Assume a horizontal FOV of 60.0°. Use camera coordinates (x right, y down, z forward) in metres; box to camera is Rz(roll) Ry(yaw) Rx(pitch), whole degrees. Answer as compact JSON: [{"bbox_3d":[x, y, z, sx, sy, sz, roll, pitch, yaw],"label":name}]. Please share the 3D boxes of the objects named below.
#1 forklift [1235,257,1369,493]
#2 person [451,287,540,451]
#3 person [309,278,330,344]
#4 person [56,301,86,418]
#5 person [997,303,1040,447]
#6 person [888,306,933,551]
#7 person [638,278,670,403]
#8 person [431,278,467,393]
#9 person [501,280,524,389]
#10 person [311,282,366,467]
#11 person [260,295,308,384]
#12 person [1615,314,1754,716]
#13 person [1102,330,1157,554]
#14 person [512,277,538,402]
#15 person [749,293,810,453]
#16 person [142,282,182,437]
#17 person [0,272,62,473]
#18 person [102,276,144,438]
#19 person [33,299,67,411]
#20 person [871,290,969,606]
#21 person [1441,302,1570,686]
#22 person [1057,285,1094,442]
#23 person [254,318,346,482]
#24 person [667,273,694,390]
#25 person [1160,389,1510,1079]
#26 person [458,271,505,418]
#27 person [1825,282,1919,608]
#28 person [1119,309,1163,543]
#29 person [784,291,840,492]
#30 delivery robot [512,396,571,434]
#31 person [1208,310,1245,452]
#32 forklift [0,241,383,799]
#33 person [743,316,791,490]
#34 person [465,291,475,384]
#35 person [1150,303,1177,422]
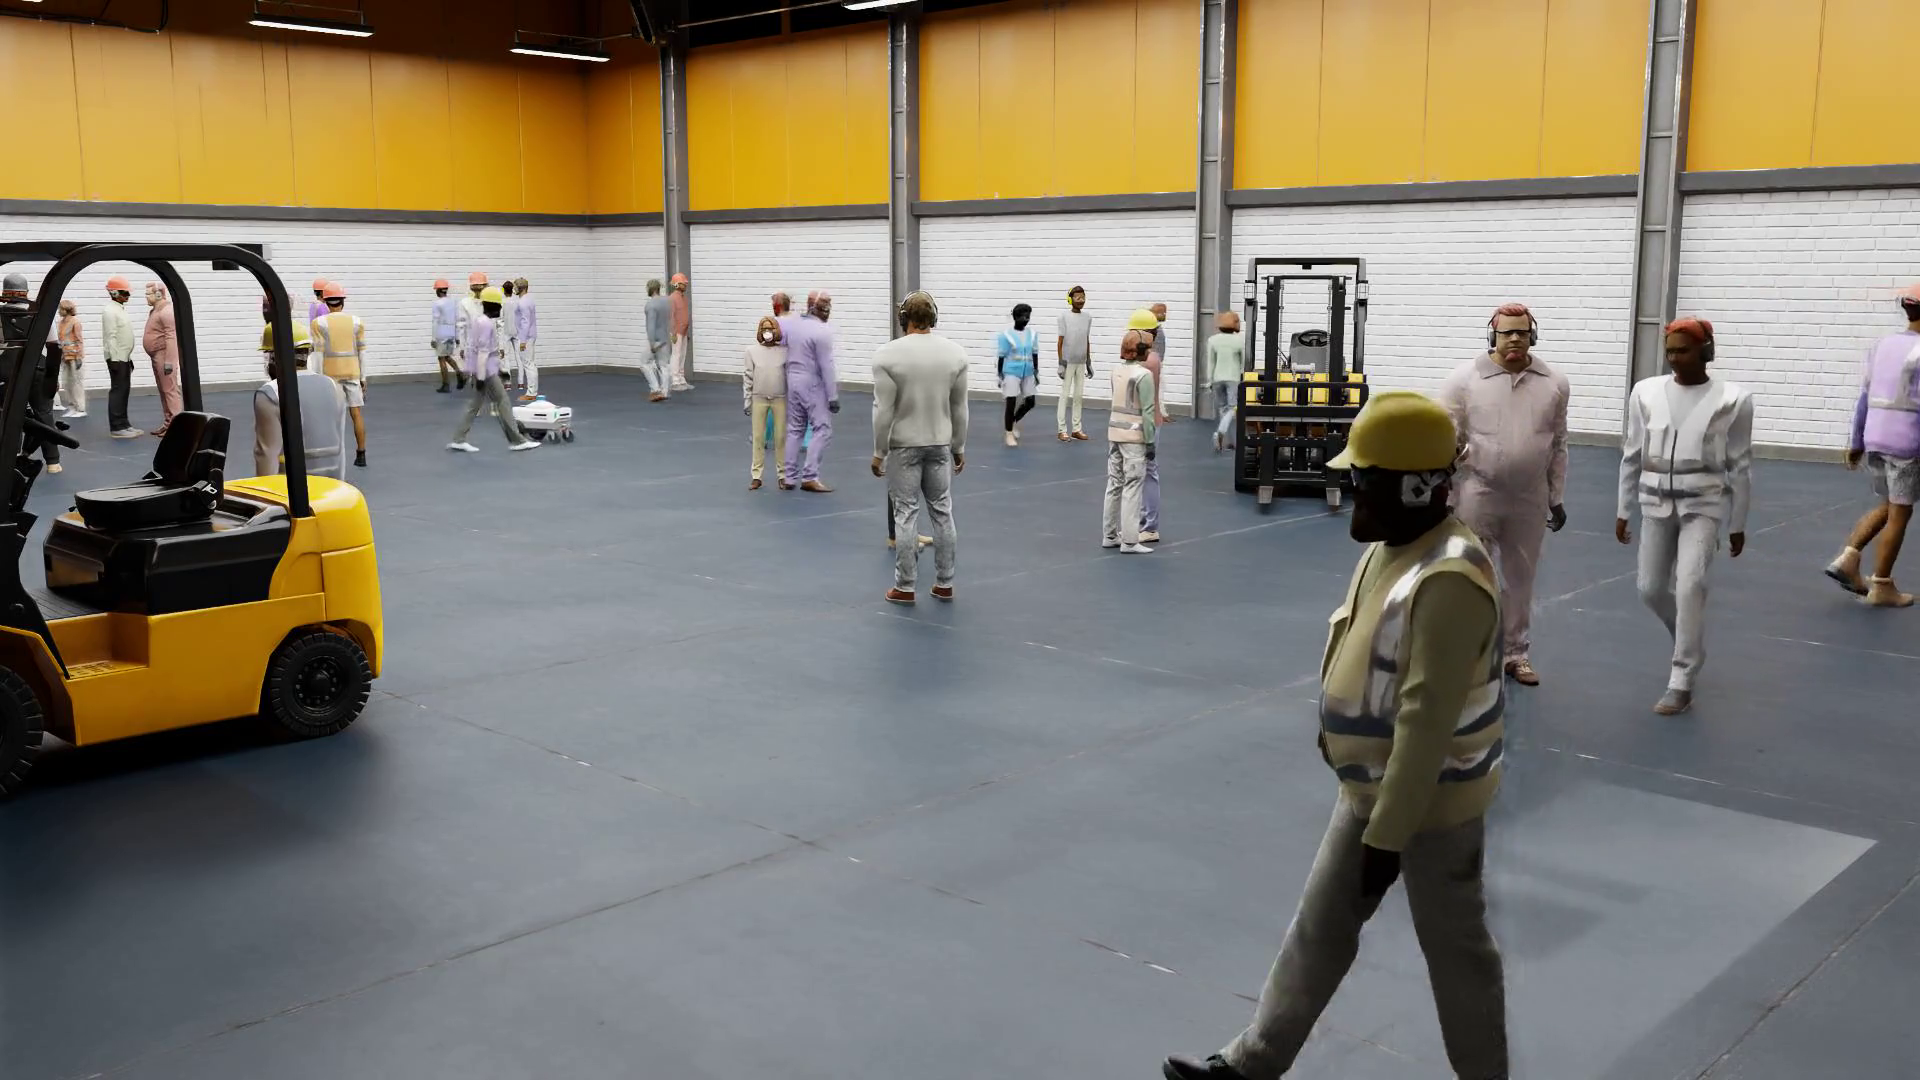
[{"bbox_3d":[3.309,-1.629,16.029,1.214,2.155,2.313,2,9,11],"label":"forklift"},{"bbox_3d":[-5.336,-1.927,18.848,0.979,1.873,0.591,-4,10,-24],"label":"person"},{"bbox_3d":[-9.177,-2.806,24.032,0.371,1.935,0.551,-7,11,-35],"label":"person"},{"bbox_3d":[-12.401,-2.513,23.201,0.536,1.632,0.318,6,11,31],"label":"person"},{"bbox_3d":[0.662,-1.937,19.481,0.559,1.679,0.430,-5,11,-28],"label":"person"},{"bbox_3d":[-0.368,-0.841,12.266,0.327,1.843,0.516,3,10,15],"label":"person"},{"bbox_3d":[-4.733,-3.079,25.751,0.513,1.918,0.643,4,10,21],"label":"person"},{"bbox_3d":[-8.597,-3.410,27.793,0.448,1.925,0.544,4,10,25],"label":"person"},{"bbox_3d":[-7.743,-3.525,28.646,0.513,1.872,0.328,-6,11,-31],"label":"person"},{"bbox_3d":[-6.466,-1.711,17.326,0.547,1.934,0.376,-7,12,-37],"label":"person"},{"bbox_3d":[-5.753,-1.166,14.190,0.404,1.874,0.592,2,10,15],"label":"person"},{"bbox_3d":[3.473,-0.144,7.933,0.593,1.859,0.750,9,13,43],"label":"person"},{"bbox_3d":[1.249,-0.717,12.172,0.319,1.629,0.516,-4,10,-23],"label":"person"},{"bbox_3d":[-6.786,-3.127,25.993,0.356,1.938,0.633,-1,9,-7],"label":"person"},{"bbox_3d":[-2.010,-1.891,18.850,0.961,1.789,0.588,9,13,44],"label":"person"},{"bbox_3d":[-9.880,-2.226,20.579,0.404,1.904,0.651,-7,12,-36],"label":"person"},{"bbox_3d":[-9.465,-1.676,16.791,0.682,2.000,0.537,-5,11,-29],"label":"person"},{"bbox_3d":[-10.316,-2.245,20.470,0.409,1.987,0.608,-2,9,-13],"label":"person"},{"bbox_3d":[-13.363,-2.693,24.249,0.513,1.641,0.309,0,9,2],"label":"person"},{"bbox_3d":[-0.250,-0.559,10.252,0.638,1.938,0.356,-4,10,-23],"label":"person"},{"bbox_3d":[2.697,-0.217,8.256,0.649,1.906,0.401,0,9,2],"label":"person"},{"bbox_3d":[1.397,-2.118,20.055,0.521,1.862,0.335,-6,11,-31],"label":"person"},{"bbox_3d":[-3.474,-0.257,8.753,0.403,1.823,0.591,4,10,21],"label":"person"},{"bbox_3d":[-4.800,-3.564,28.498,0.375,1.997,0.612,2,10,13],"label":"person"},{"bbox_3d":[0.901,0.560,3.815,0.876,1.792,0.626,0,9,-1],"label":"person"},{"bbox_3d":[-6.630,-2.700,23.059,0.614,2.042,0.371,-2,9,-9],"label":"person"},{"bbox_3d":[5.730,-0.580,10.140,0.540,2.016,0.677,-1,9,-8],"label":"person"},{"bbox_3d":[1.383,-0.862,12.636,0.309,1.769,0.523,0,9,-1],"label":"person"},{"bbox_3d":[-1.392,-1.377,15.506,0.397,1.871,0.735,-7,12,-36],"label":"person"},{"bbox_3d":[-4.998,-1.481,19.849,0.707,0.478,0.477,4,10,24],"label":"delivery robot"},{"bbox_3d":[3.012,-1.787,18.788,0.505,1.609,0.711,6,11,33],"label":"person"},{"bbox_3d":[-3.706,-0.171,7.093,1.214,2.155,2.313,9,13,43],"label":"forklift"},{"bbox_3d":[-1.786,-1.282,15.617,0.498,1.634,0.278,0,9,-1],"label":"person"},{"bbox_3d":[-8.605,-3.578,29.467,0.497,1.716,0.702,1,9,6],"label":"person"},{"bbox_3d":[2.642,-2.392,22.475,0.591,1.622,0.507,2,9,9],"label":"person"}]
